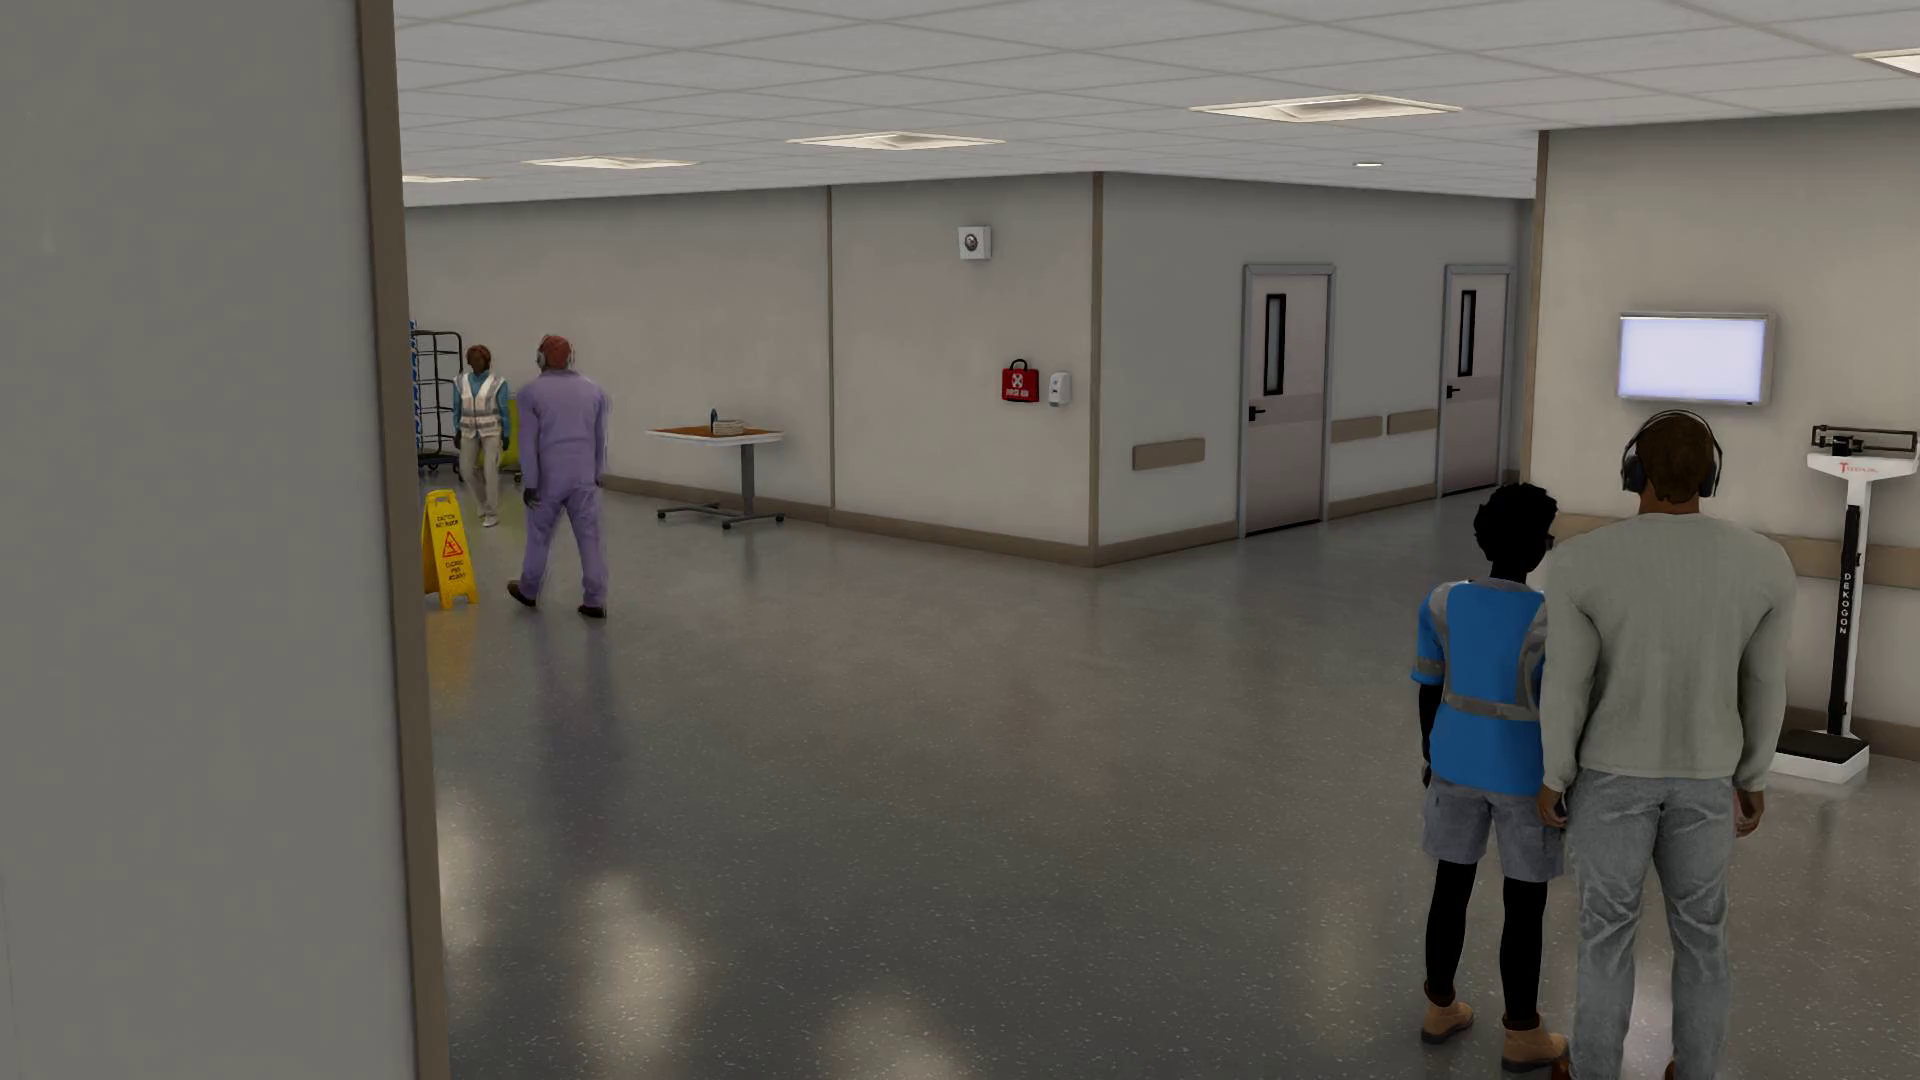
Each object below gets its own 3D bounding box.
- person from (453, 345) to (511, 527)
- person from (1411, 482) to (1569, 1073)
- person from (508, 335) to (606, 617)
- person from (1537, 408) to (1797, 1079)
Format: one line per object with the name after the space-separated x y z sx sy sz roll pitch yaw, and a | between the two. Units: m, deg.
-4.261 -0.932 14.866 0.527 1.630 0.411 1 9 6 | person
1.563 0.677 4.810 0.315 1.695 0.541 -9 13 -43 | person
-2.693 -0.435 11.142 0.668 1.853 0.977 -7 12 -38 | person
1.839 0.621 4.421 0.630 1.940 0.373 1 9 5 | person
